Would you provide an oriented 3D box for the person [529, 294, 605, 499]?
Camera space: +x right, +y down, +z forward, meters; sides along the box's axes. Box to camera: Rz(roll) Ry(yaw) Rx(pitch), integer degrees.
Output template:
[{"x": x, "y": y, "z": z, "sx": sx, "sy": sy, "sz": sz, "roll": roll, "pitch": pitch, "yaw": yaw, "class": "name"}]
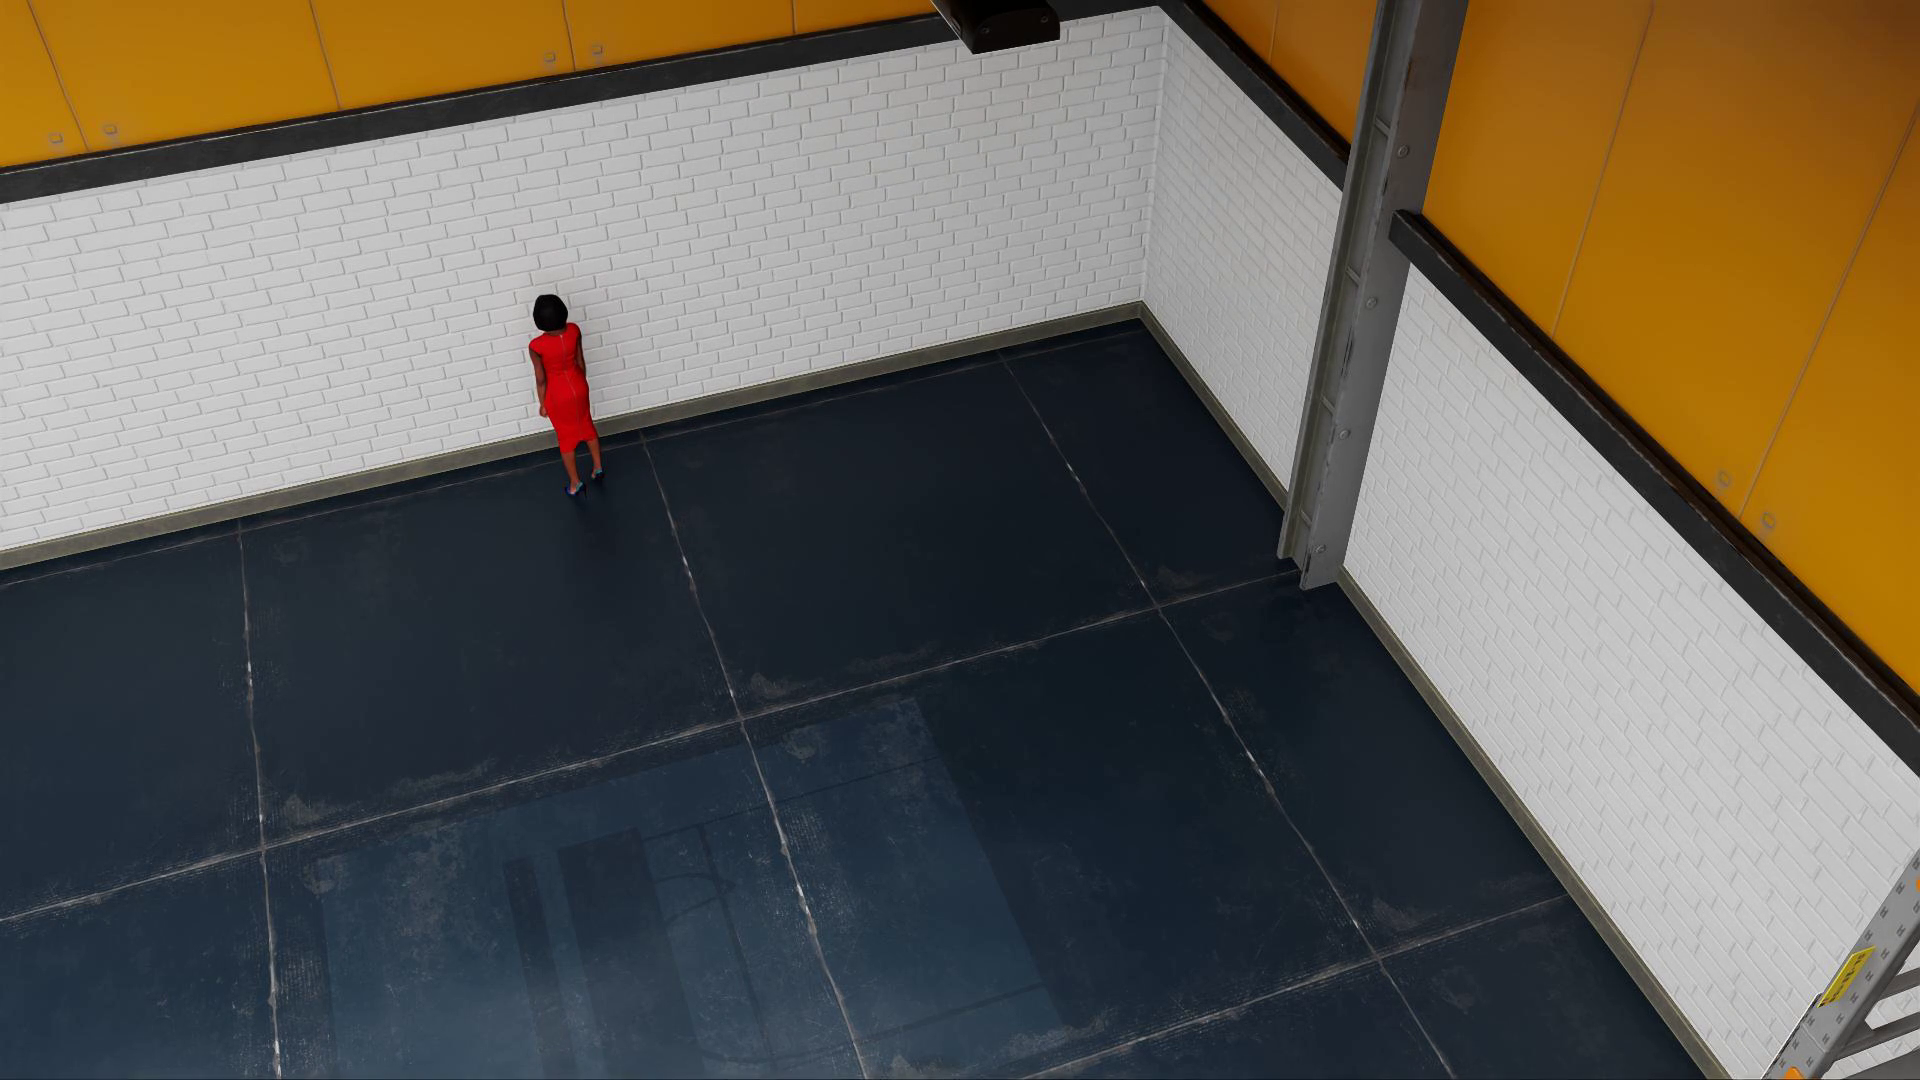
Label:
[{"x": -2.824, "y": -1.031, "z": 11.939, "sx": 0.640, "sy": 1.744, "sz": 0.627, "roll": -34, "pitch": 53, "yaw": -31, "class": "person"}]
